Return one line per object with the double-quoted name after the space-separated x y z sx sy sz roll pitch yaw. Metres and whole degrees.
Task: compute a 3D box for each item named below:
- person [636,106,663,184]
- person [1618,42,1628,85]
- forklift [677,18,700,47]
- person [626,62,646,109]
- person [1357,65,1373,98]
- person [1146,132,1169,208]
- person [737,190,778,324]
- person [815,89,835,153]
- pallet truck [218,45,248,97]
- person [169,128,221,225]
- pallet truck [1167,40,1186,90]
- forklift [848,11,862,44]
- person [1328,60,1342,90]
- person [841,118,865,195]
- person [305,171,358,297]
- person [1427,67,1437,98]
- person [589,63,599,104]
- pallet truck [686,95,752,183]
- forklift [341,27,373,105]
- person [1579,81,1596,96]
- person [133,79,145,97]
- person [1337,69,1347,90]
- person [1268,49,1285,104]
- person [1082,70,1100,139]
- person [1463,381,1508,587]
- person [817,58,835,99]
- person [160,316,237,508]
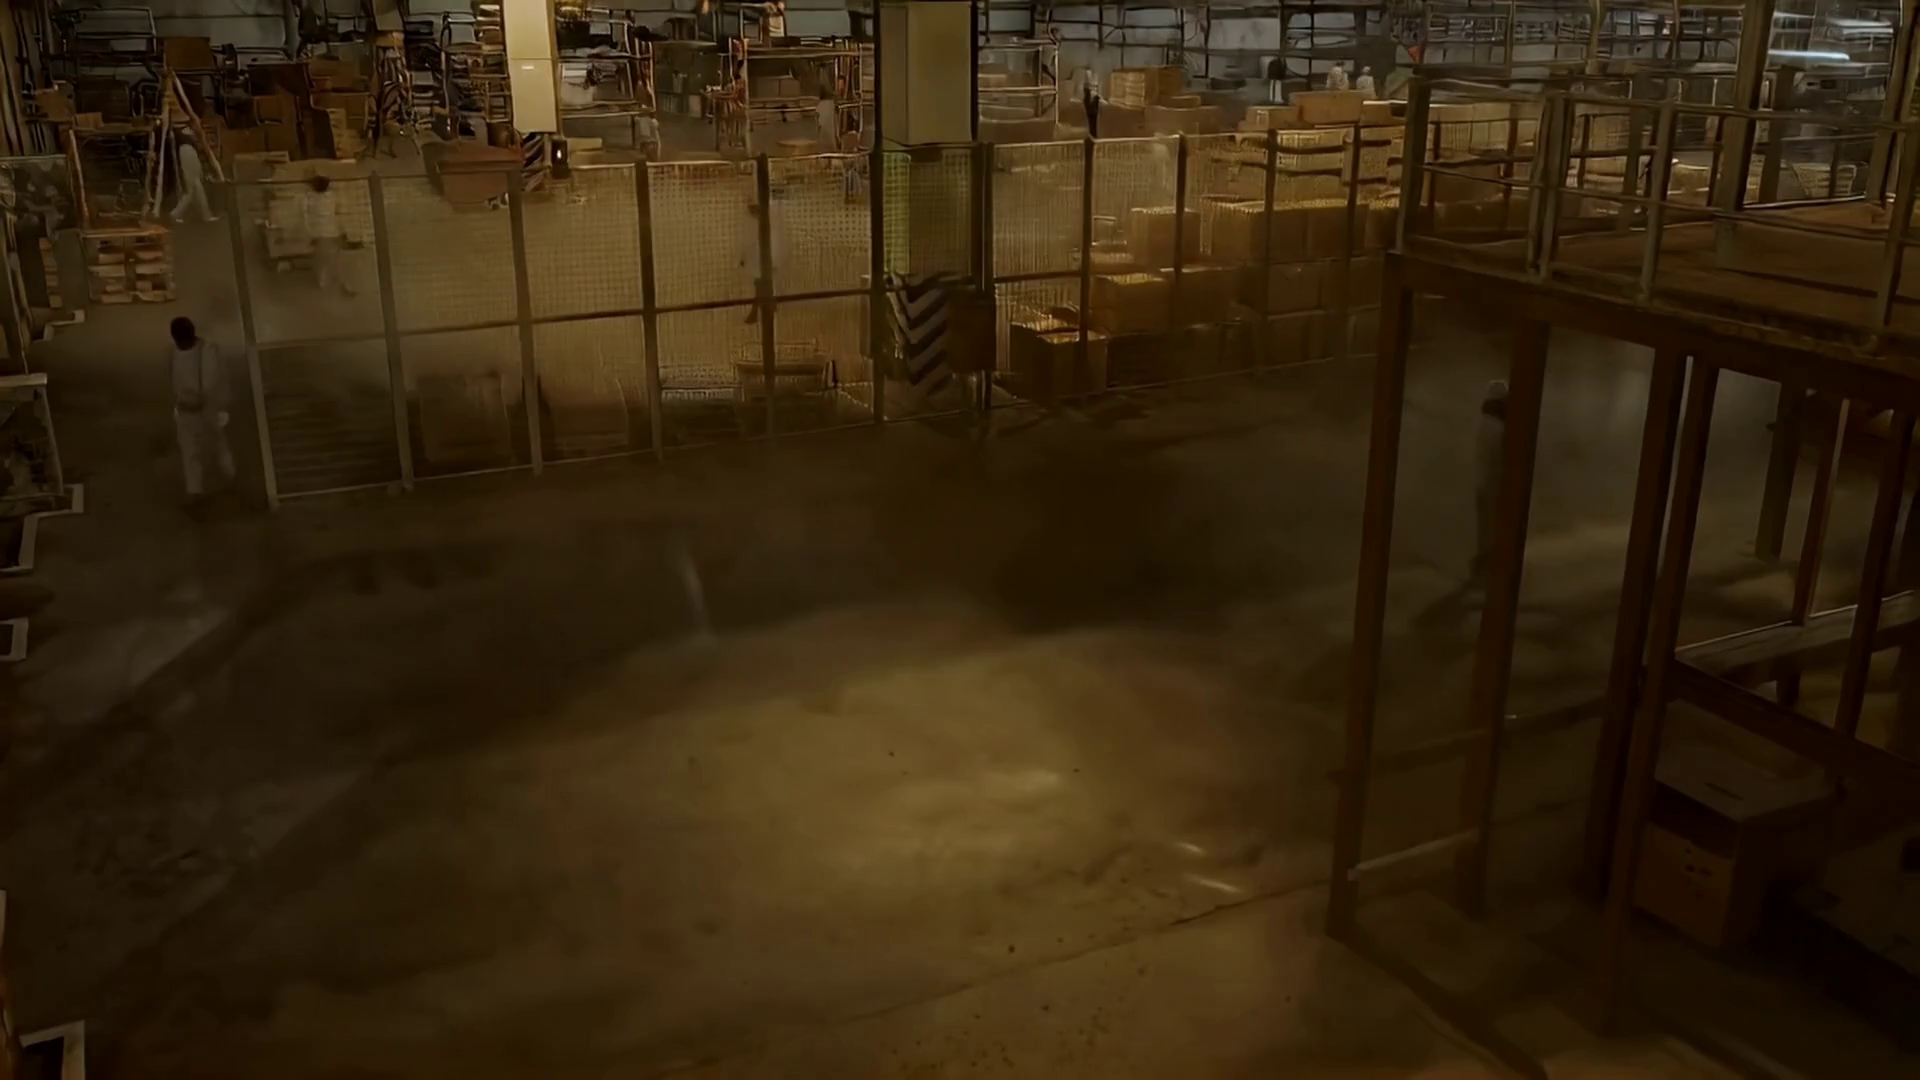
-7.308 -9.281 39.170 0.632 1.831 0.545 2 19 7 "person"
28.792 -20.593 71.929 0.429 1.847 0.626 -14 24 -36 "person"
-11.671 -21.111 71.867 1.129 2.768 1.873 -4 19 -11 "forklift"
-11.283 -15.880 58.186 0.661 1.893 0.976 -11 22 -29 "person"
13.076 -14.337 53.658 0.549 1.935 0.366 15 24 37 "person"
3.963 -7.133 32.925 0.801 1.845 0.521 12 23 32 "person"
-2.933 -4.144 24.197 0.563 1.886 1.005 9 21 24 "person"
-3.563 -10.754 43.290 0.702 1.917 0.661 14 24 36 "person"
-28.879 -18.665 66.111 0.823 1.965 1.885 -3 19 -9 "pallet truck"
-15.445 -7.281 33.284 0.926 1.889 0.596 -14 24 -35 "person"
9.045 -19.971 69.895 0.823 1.965 1.885 -3 19 -8 "pallet truck"
-5.248 -25.121 83.490 1.873 2.768 1.129 -9 21 -25 "forklift"
13.212 -15.927 58.433 0.590 1.826 1.031 3 19 9 "person"
-2.413 -8.630 37.470 0.540 1.696 0.317 -1 19 -3 "person"
-9.909 -4.794 25.992 1.033 1.944 0.625 8 21 22 "person"
16.115 -15.390 57.138 0.534 1.647 0.881 -6 20 -16 "person"
-12.993 -16.154 58.937 0.367 1.927 0.587 -9 21 -25 "person"
-5.836 -9.608 39.856 0.823 1.965 1.885 10 22 27 "pallet truck"
-22.274 -17.347 60.956 1.873 2.768 1.129 -9 21 -25 "forklift"
18.414 -12.716 49.028 0.565 1.882 1.019 -4 19 -11 "person"
-25.296 -13.407 51.427 0.517 1.633 0.313 6 20 18 "person"
13.012 -15.334 57.027 0.517 1.623 0.544 14 23 34 "person"
11.858 -17.352 62.306 0.622 1.993 0.382 5 20 15 "person"
3.878 -12.932 49.424 0.536 2.000 0.688 -3 19 -8 "person"
4.364 -0.451 13.747 0.457 1.704 0.505 -11 22 -28 "person"
-4.691 -15.920 58.314 0.644 1.900 0.999 -8 21 -21 "person"
-7.318 -1.287 16.028 0.623 1.810 0.885 -2 19 -7 "person"
